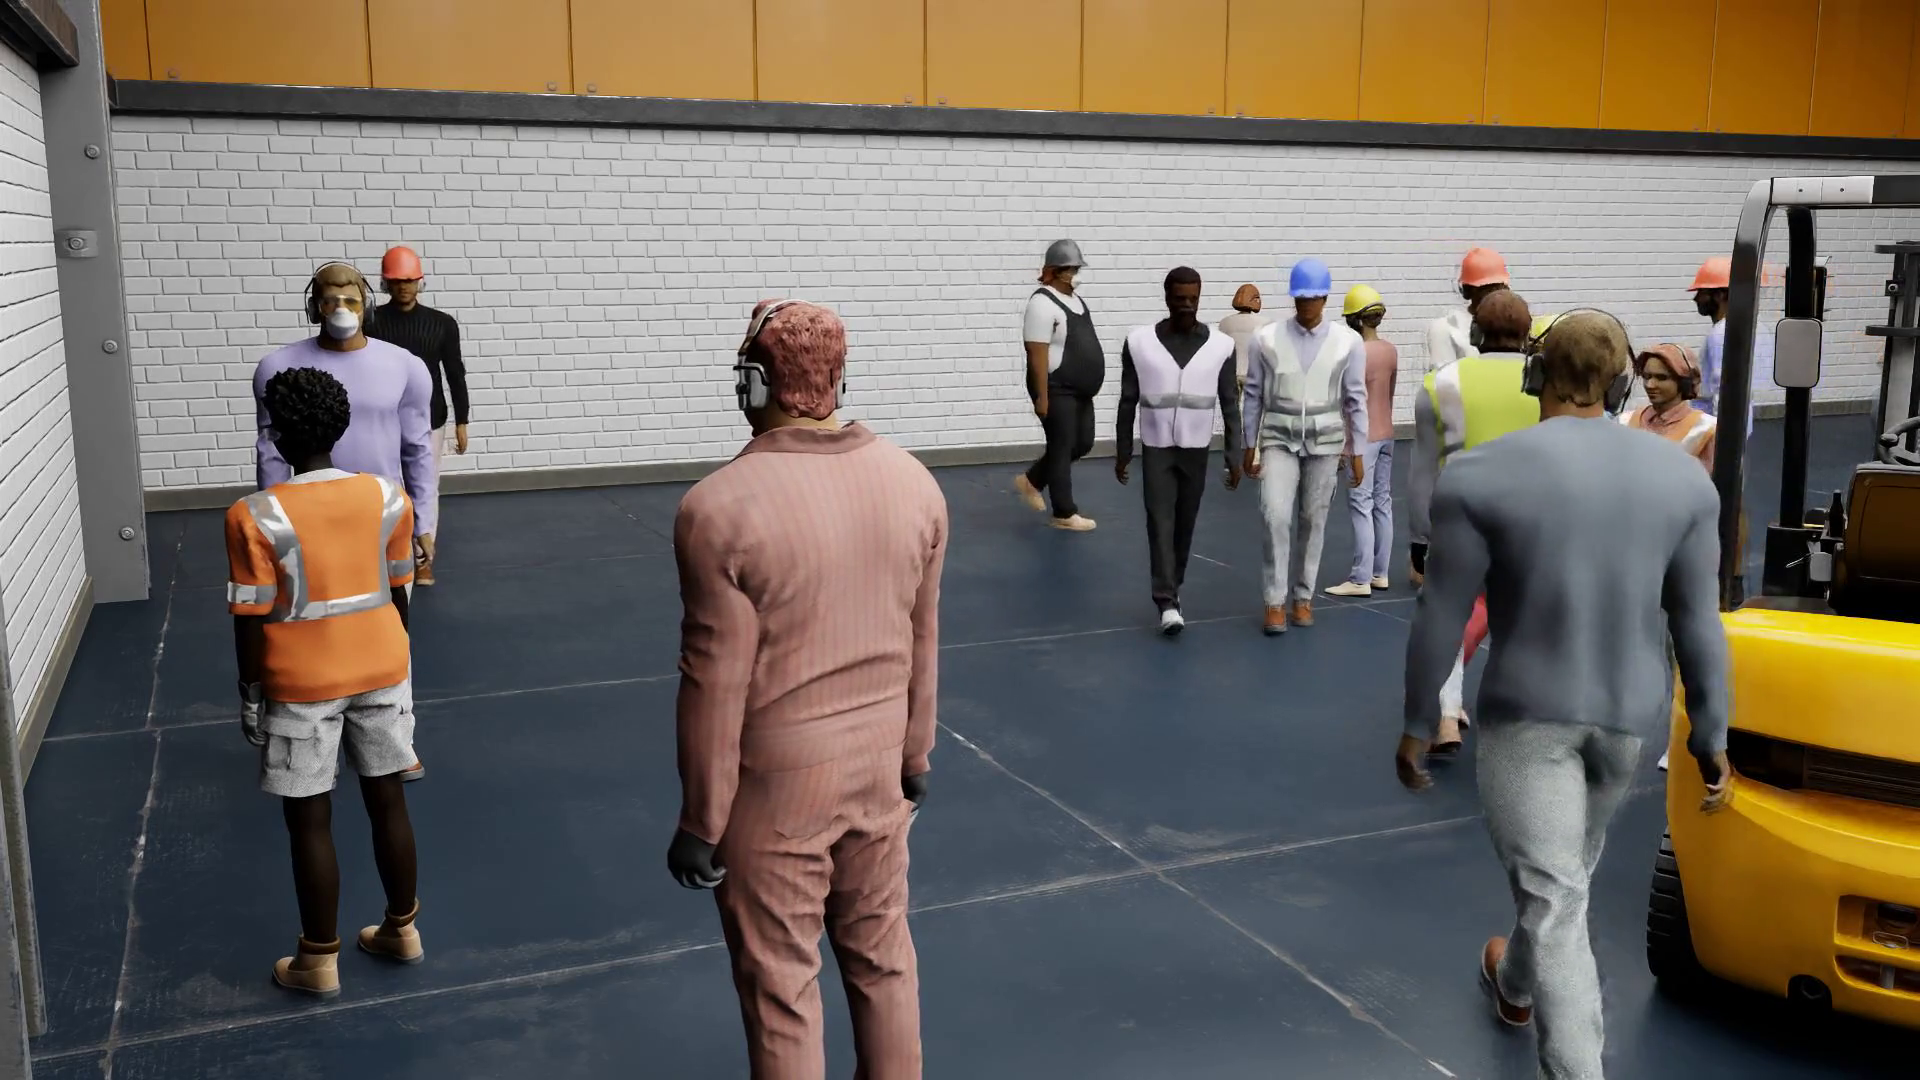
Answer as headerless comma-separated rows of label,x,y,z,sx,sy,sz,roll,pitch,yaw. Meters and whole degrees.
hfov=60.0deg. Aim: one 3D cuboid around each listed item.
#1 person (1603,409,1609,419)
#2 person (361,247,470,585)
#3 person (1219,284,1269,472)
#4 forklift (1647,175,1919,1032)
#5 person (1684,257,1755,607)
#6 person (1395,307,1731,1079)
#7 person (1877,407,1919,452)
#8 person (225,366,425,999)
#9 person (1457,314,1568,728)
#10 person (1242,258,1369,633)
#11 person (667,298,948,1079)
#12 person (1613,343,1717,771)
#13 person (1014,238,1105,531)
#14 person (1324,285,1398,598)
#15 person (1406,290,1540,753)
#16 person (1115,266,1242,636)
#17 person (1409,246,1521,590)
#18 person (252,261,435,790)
person,2.566,-0.084,7.082,0.755,1.675,0.539,-4,11,-19
person,-3.117,-0.663,9.445,0.654,1.964,0.837,-4,11,-20
person,2.470,-1.399,14.430,0.498,1.634,0.281,8,13,38
forklift,2.810,0.094,4.662,1.214,2.155,2.313,7,12,34
person,4.073,-0.592,9.199,0.707,1.914,0.582,7,13,36
person,1.373,0.412,3.848,0.699,1.870,1.058,-1,10,-3
person,4.462,-0.159,7.677,0.793,1.591,0.546,-2,10,-10
person,-1.697,0.381,4.481,0.321,1.690,0.529,9,14,41
person,2.325,-0.072,6.902,0.882,1.720,0.526,-6,12,-30
person,1.761,-0.467,8.497,0.633,1.915,0.700,2,10,8
person,-0.324,0.473,3.368,0.402,1.906,0.652,10,14,44
person,2.688,0.058,6.413,0.311,1.632,0.515,-6,12,-30
person,0.688,-1.086,11.584,0.644,2.000,0.698,5,11,25
person,2.277,-0.553,9.425,0.329,1.763,0.523,9,14,42
person,2.009,-0.022,6.304,0.629,1.830,0.437,2,10,11
person,1.134,-0.461,8.602,0.617,1.874,0.983,0,10,-1
person,2.830,-0.601,9.109,0.605,1.985,1.038,-3,11,-18
person,-2.245,-0.047,6.144,0.630,1.940,0.373,-4,11,-23
